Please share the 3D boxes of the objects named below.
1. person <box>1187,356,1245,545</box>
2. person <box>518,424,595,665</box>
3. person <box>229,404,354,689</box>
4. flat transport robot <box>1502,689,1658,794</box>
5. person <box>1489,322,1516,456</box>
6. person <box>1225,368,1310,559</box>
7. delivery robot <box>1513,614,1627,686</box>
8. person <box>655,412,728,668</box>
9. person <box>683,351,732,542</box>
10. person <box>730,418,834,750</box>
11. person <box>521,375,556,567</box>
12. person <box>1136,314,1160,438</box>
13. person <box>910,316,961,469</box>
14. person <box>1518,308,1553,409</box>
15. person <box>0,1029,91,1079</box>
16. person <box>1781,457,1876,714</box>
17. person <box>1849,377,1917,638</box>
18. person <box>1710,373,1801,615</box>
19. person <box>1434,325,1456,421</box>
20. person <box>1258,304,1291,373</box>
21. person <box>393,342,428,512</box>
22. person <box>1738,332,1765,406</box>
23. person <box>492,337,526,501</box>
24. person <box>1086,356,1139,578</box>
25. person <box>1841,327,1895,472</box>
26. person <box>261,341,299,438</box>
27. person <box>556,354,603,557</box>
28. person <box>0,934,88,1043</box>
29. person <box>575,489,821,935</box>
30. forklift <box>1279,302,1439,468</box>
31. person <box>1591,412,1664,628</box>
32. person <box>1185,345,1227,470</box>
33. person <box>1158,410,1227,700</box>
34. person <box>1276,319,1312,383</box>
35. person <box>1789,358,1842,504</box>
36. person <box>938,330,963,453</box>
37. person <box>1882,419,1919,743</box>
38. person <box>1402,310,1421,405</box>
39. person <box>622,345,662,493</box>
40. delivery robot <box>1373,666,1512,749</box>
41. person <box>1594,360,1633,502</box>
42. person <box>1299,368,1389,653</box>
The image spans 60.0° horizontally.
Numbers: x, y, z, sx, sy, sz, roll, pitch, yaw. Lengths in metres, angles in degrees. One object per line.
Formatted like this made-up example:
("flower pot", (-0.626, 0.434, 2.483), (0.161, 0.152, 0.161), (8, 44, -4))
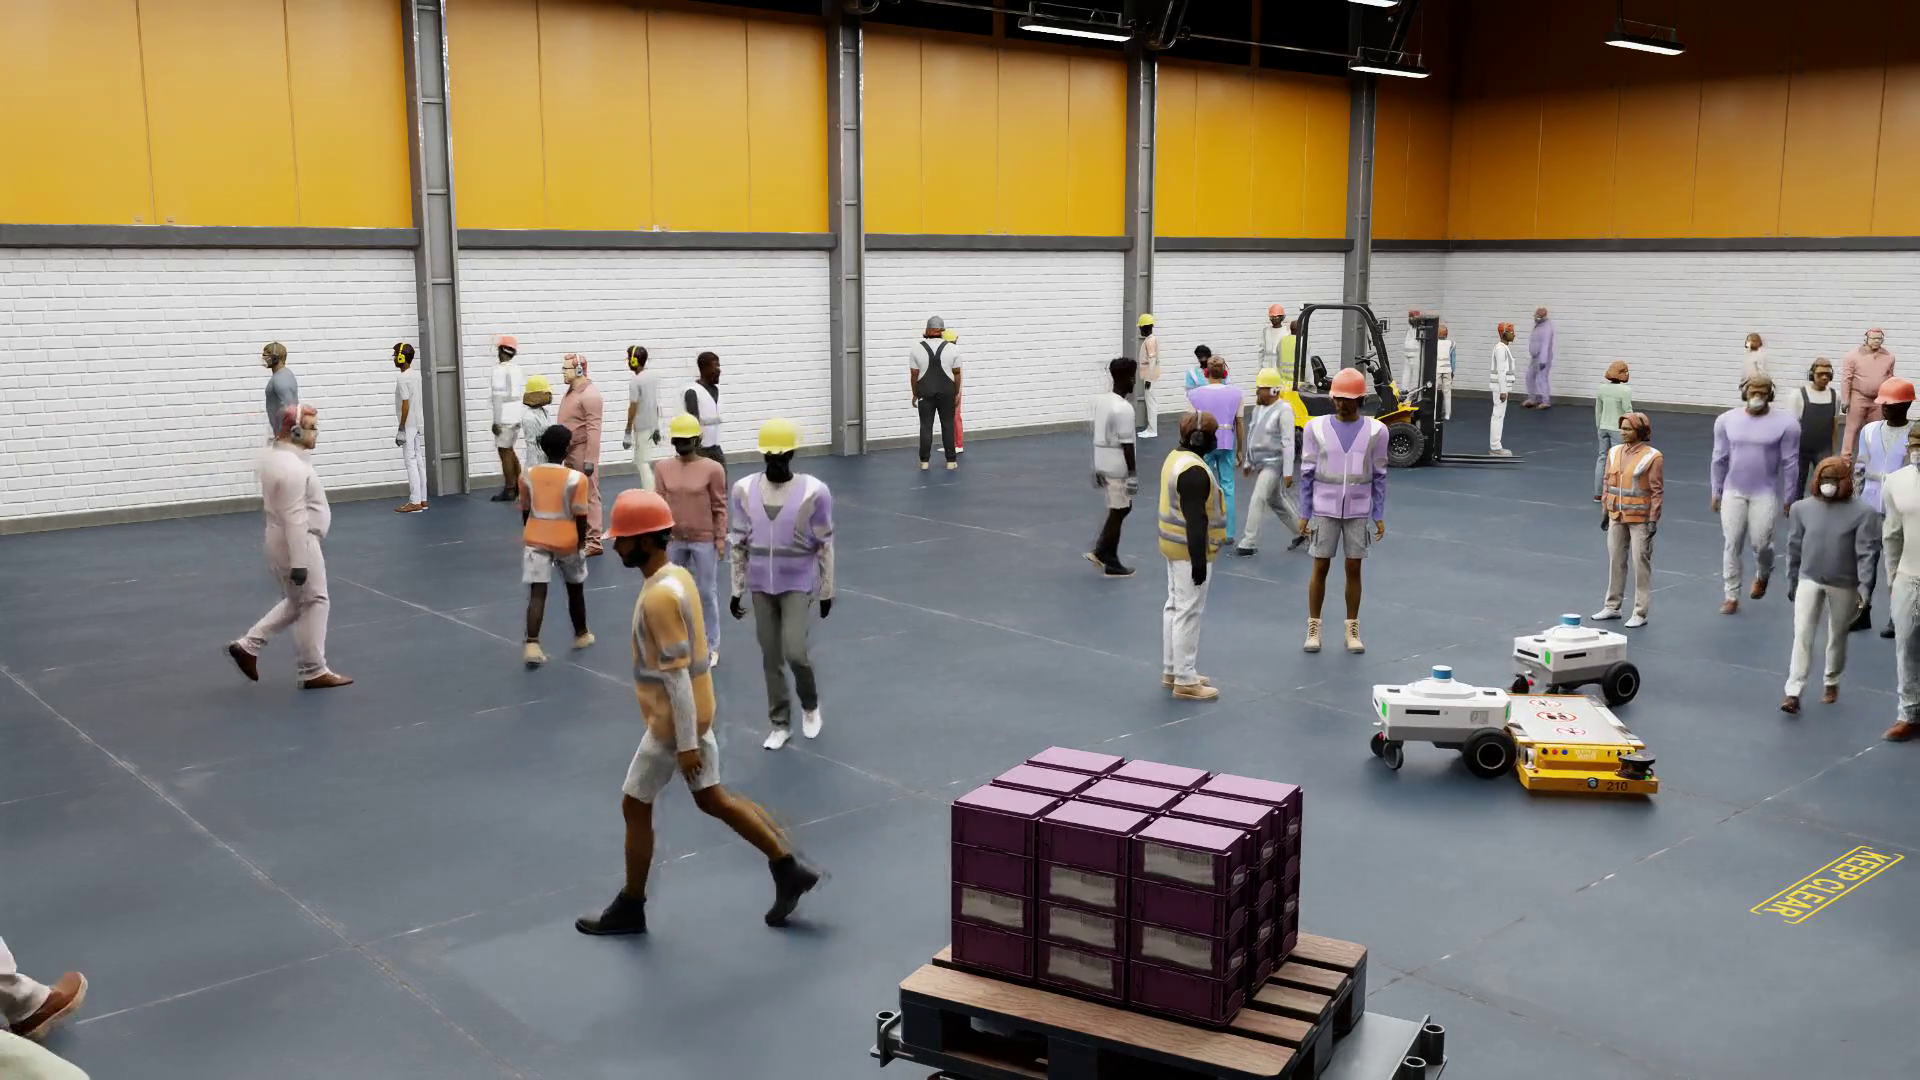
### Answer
("person", (2.483, -0.864, 16.204), (0.564, 1.848, 0.388), (0, 10, 0))
("person", (-2.827, 0.023, 11.580), (0.534, 1.655, 0.863), (1, 10, 6))
("person", (-4.325, 0.061, 10.692), (0.627, 1.880, 0.651), (-7, 12, -34))
("flat transport robot", (3.364, 1.101, 9.313), (0.652, 0.197, 1.431), (1, 10, 6))
("person", (7.659, -2.122, 23.476), (0.355, 1.883, 0.575), (3, 10, 16))
("person", (2.950, -0.729, 15.615), (0.931, 1.792, 0.602), (-3, 10, -17))
("delivery robot", (3.848, 0.711, 10.492), (0.707, 0.478, 0.477), (-4, 11, -24))
("person", (-1.851, 0.008, 11.351), (0.533, 1.765, 0.330), (2, 10, 13))
("person", (-2.576, -0.913, 16.349), (0.825, 1.899, 0.581), (4, 11, 24))
("person", (-1.026, 0.256, 9.474), (0.590, 1.912, 0.410), (3, 10, 16))
("person", (-3.808, -0.631, 15.151), (0.295, 1.743, 0.493), (0, 10, 3))
("person", (2.917, -2.548, 25.844), (0.381, 1.923, 0.592), (1, 10, 7))
("person", (-0.320, -1.958, 22.051), (0.672, 2.000, 0.536), (0, 10, 1))
("person", (10.597, -3.308, 30.448), (0.630, 1.872, 0.683), (-1, 10, -3))
("person", (-1.566, 1.392, 2.569), (0.612, 1.996, 0.388), (2, 10, 13))
("person", (5.340, 0.281, 10.253), (0.513, 1.585, 0.857), (7, 12, 36))
("person", (6.863, -0.241, 12.305), (0.377, 1.932, 0.551), (-7, 12, -36))
("person", (6.267, -0.370, 13.127), (0.623, 1.923, 0.579), (8, 12, 38))
("person", (8.235, -2.862, 28.508), (0.515, 1.641, 0.314), (-1, 10, -3))
("person", (5.081, -2.774, 26.821), (0.607, 2.044, 0.372), (6, 12, 33))
("person", (-6.084, -1.230, 18.319), (0.328, 1.861, 0.514), (0, 10, 1))
("person", (12.557, -2.471, 26.266), (0.584, 1.618, 0.505), (-1, 10, -5))
("person", (-5.216, -1.384, 19.173), (0.372, 1.892, 0.577), (2, 10, 13))
("person", (1.383, -0.628, 14.508), (0.417, 1.951, 0.643), (-3, 10, -16))
("person", (11.766, -1.805, 21.552), (0.652, 1.904, 0.402), (1, 10, 5))
("person", (-6.990, -1.077, 17.190), (0.376, 1.940, 0.627), (-3, 10, -20))
("person", (-3.588, -0.795, 15.633), (0.408, 1.908, 0.645), (-6, 12, -33))
("person", (-3.601, 0.890, 5.664), (0.647, 1.927, 1.044), (8, 13, 41))
("person", (-1.080, 0.719, 6.867), (0.977, 1.892, 0.571), (0, 10, -2))
("forklift", (5.320, -2.157, 22.763), (2.313, 2.155, 1.214), (3, 10, 16))
("person", (5.108, -0.156, 12.671), (0.313, 1.639, 0.517), (-5, 11, -26))
("person", (3.241, -1.748, 21.935), (0.554, 1.646, 0.663), (2, 10, 10))
("person", (1.489, 0.089, 10.654), (0.429, 1.839, 0.634), (-1, 10, -4))
("person", (5.191, -2.492, 25.762), (0.429, 1.839, 0.633), (-8, 12, -39))
("person", (8.319, -0.848, 16.186), (0.504, 1.819, 0.718), (1, 10, 8))
("person", (-0.142, -2.113, 23.767), (0.325, 1.765, 0.533), (-4, 11, -23))
("person", (5.684, 0.229, 9.634), (0.660, 1.910, 0.643), (-6, 11, -30))
("person", (8.152, -3.167, 29.655), (0.741, 1.862, 0.587), (-4, 10, -22))
("person", (-3.469, -1.183, 18.053), (0.391, 1.853, 0.534), (2, 10, 13))
("delivery robot", (2.647, 0.937, 9.169), (0.707, 0.478, 0.477), (1, 10, 6))
("person", (7.455, -1.227, 18.956), (0.281, 1.634, 0.498), (-4, 11, -25))
("person", (2.711, -0.202, 11.785), (0.605, 2.035, 0.392), (1, 10, 8))
